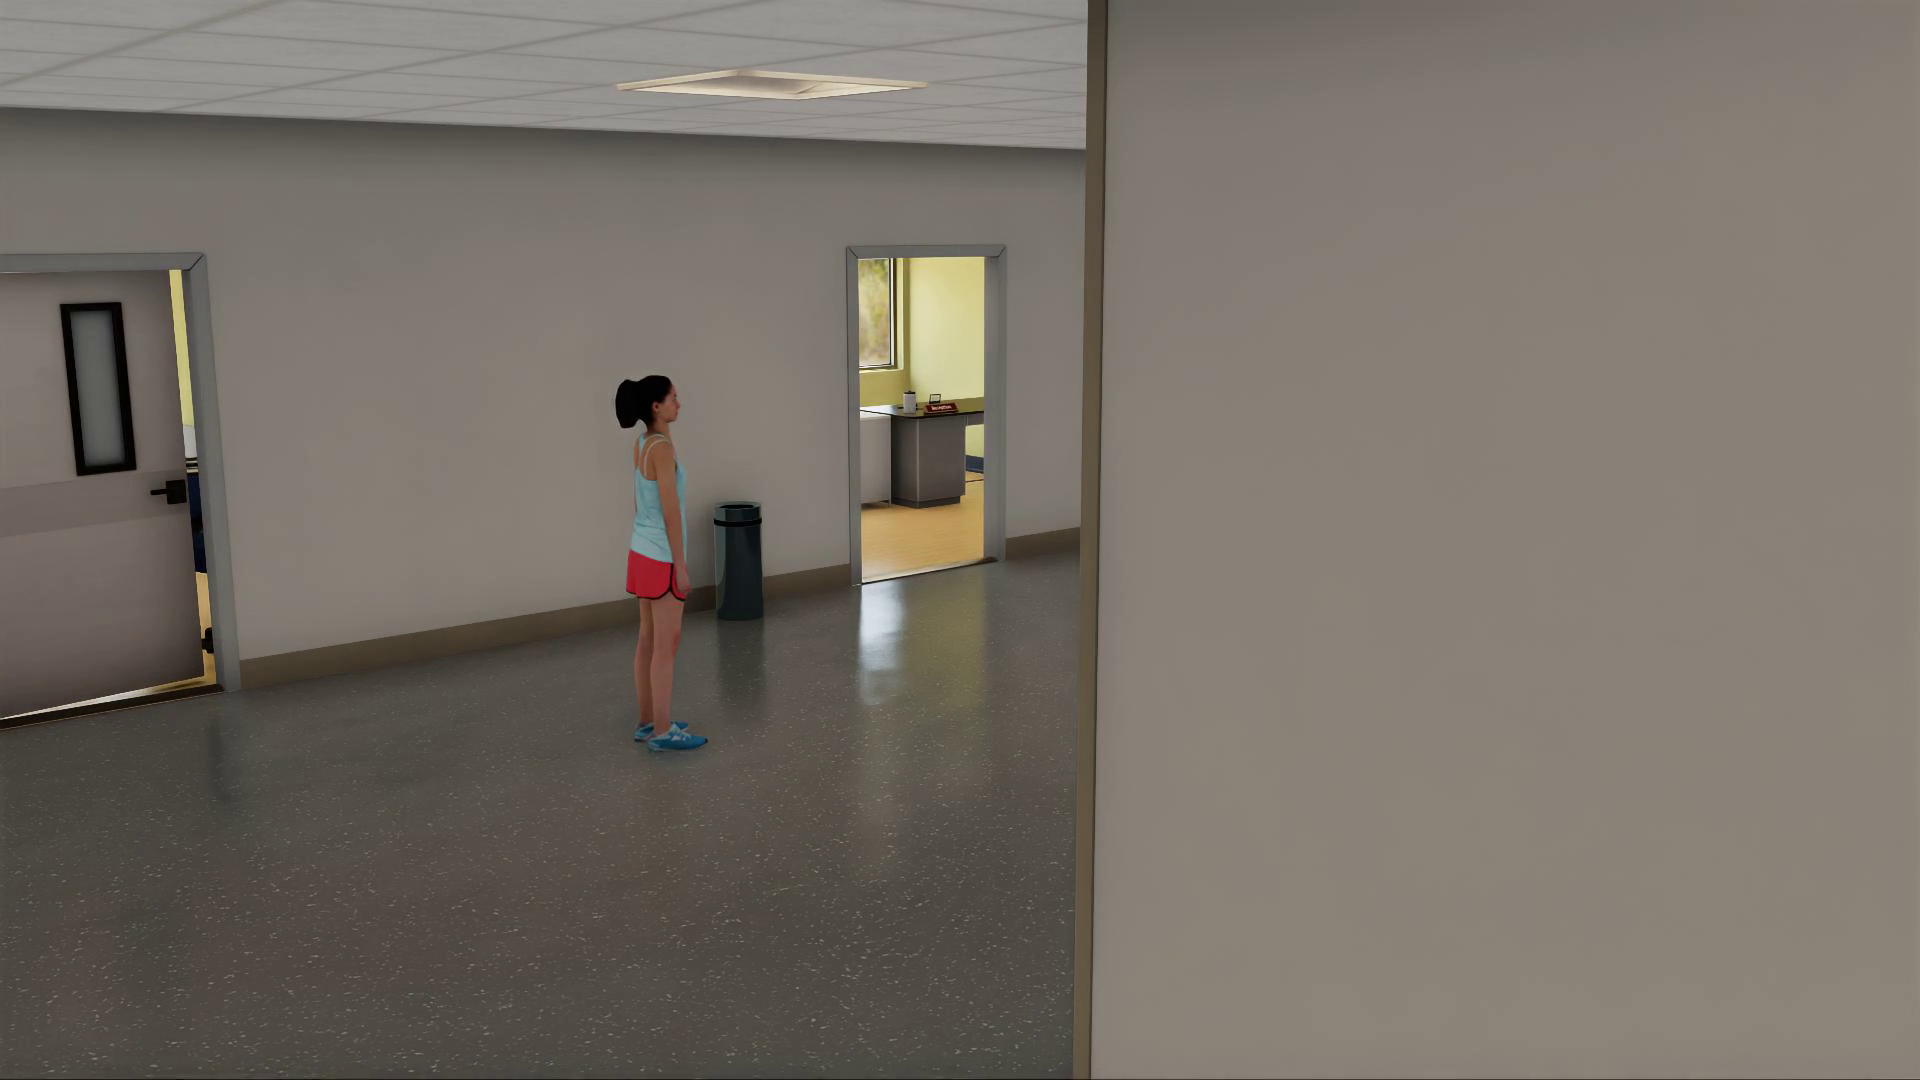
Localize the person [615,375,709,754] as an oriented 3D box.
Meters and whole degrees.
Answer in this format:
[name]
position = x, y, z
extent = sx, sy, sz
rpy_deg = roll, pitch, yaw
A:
[person]
position = -1.410, 0.104, 7.834
extent = 0.613, 1.764, 0.639
rpy_deg = -6, 12, -27
